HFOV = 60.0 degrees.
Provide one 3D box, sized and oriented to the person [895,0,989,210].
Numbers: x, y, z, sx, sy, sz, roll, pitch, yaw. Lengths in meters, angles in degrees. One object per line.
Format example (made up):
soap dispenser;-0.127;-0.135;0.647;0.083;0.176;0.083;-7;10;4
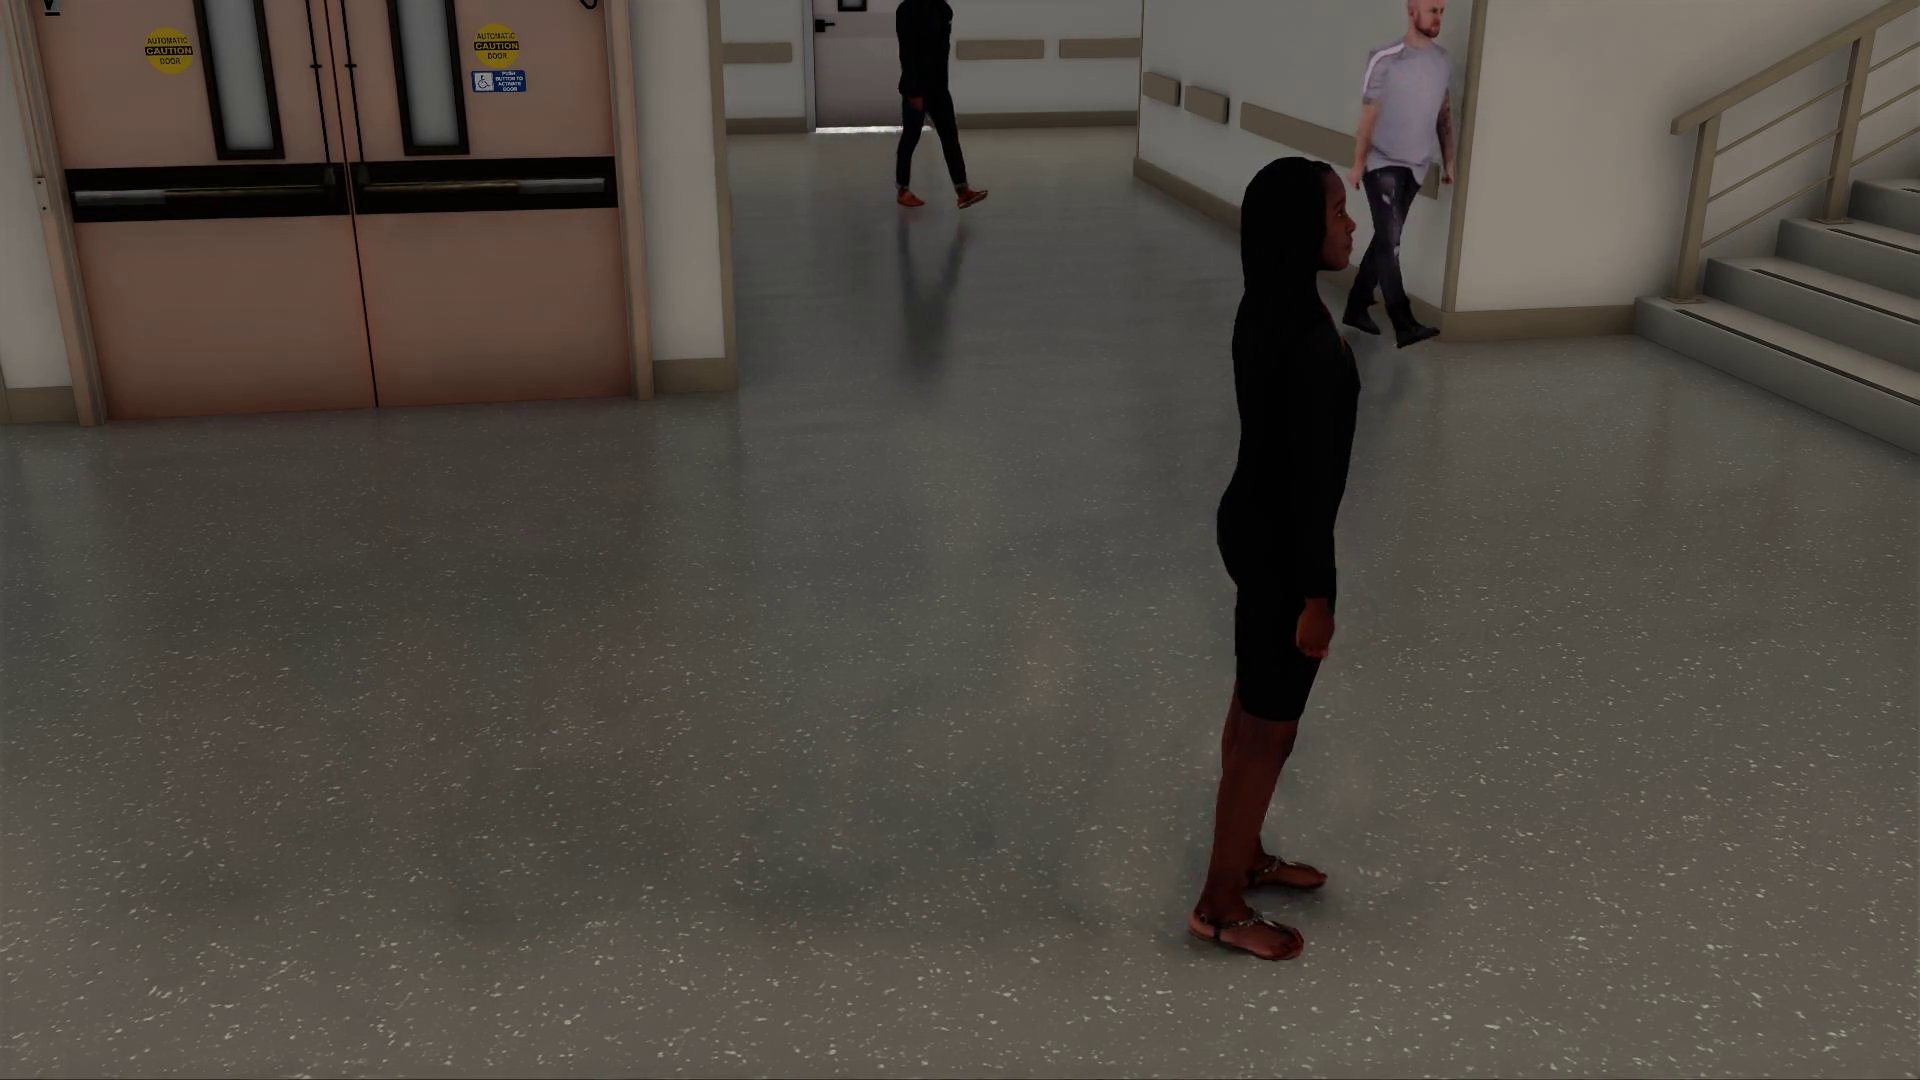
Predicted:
person;-0.327;-3.387;12.554;1.166;1.783;1.125;-18;27;-40

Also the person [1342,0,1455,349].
person;2.227;-1.943;8.721;1.144;1.797;0.959;-10;23;-24

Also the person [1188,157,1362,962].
person;0.672;0.052;3.563;0.632;1.720;0.659;0;21;1
